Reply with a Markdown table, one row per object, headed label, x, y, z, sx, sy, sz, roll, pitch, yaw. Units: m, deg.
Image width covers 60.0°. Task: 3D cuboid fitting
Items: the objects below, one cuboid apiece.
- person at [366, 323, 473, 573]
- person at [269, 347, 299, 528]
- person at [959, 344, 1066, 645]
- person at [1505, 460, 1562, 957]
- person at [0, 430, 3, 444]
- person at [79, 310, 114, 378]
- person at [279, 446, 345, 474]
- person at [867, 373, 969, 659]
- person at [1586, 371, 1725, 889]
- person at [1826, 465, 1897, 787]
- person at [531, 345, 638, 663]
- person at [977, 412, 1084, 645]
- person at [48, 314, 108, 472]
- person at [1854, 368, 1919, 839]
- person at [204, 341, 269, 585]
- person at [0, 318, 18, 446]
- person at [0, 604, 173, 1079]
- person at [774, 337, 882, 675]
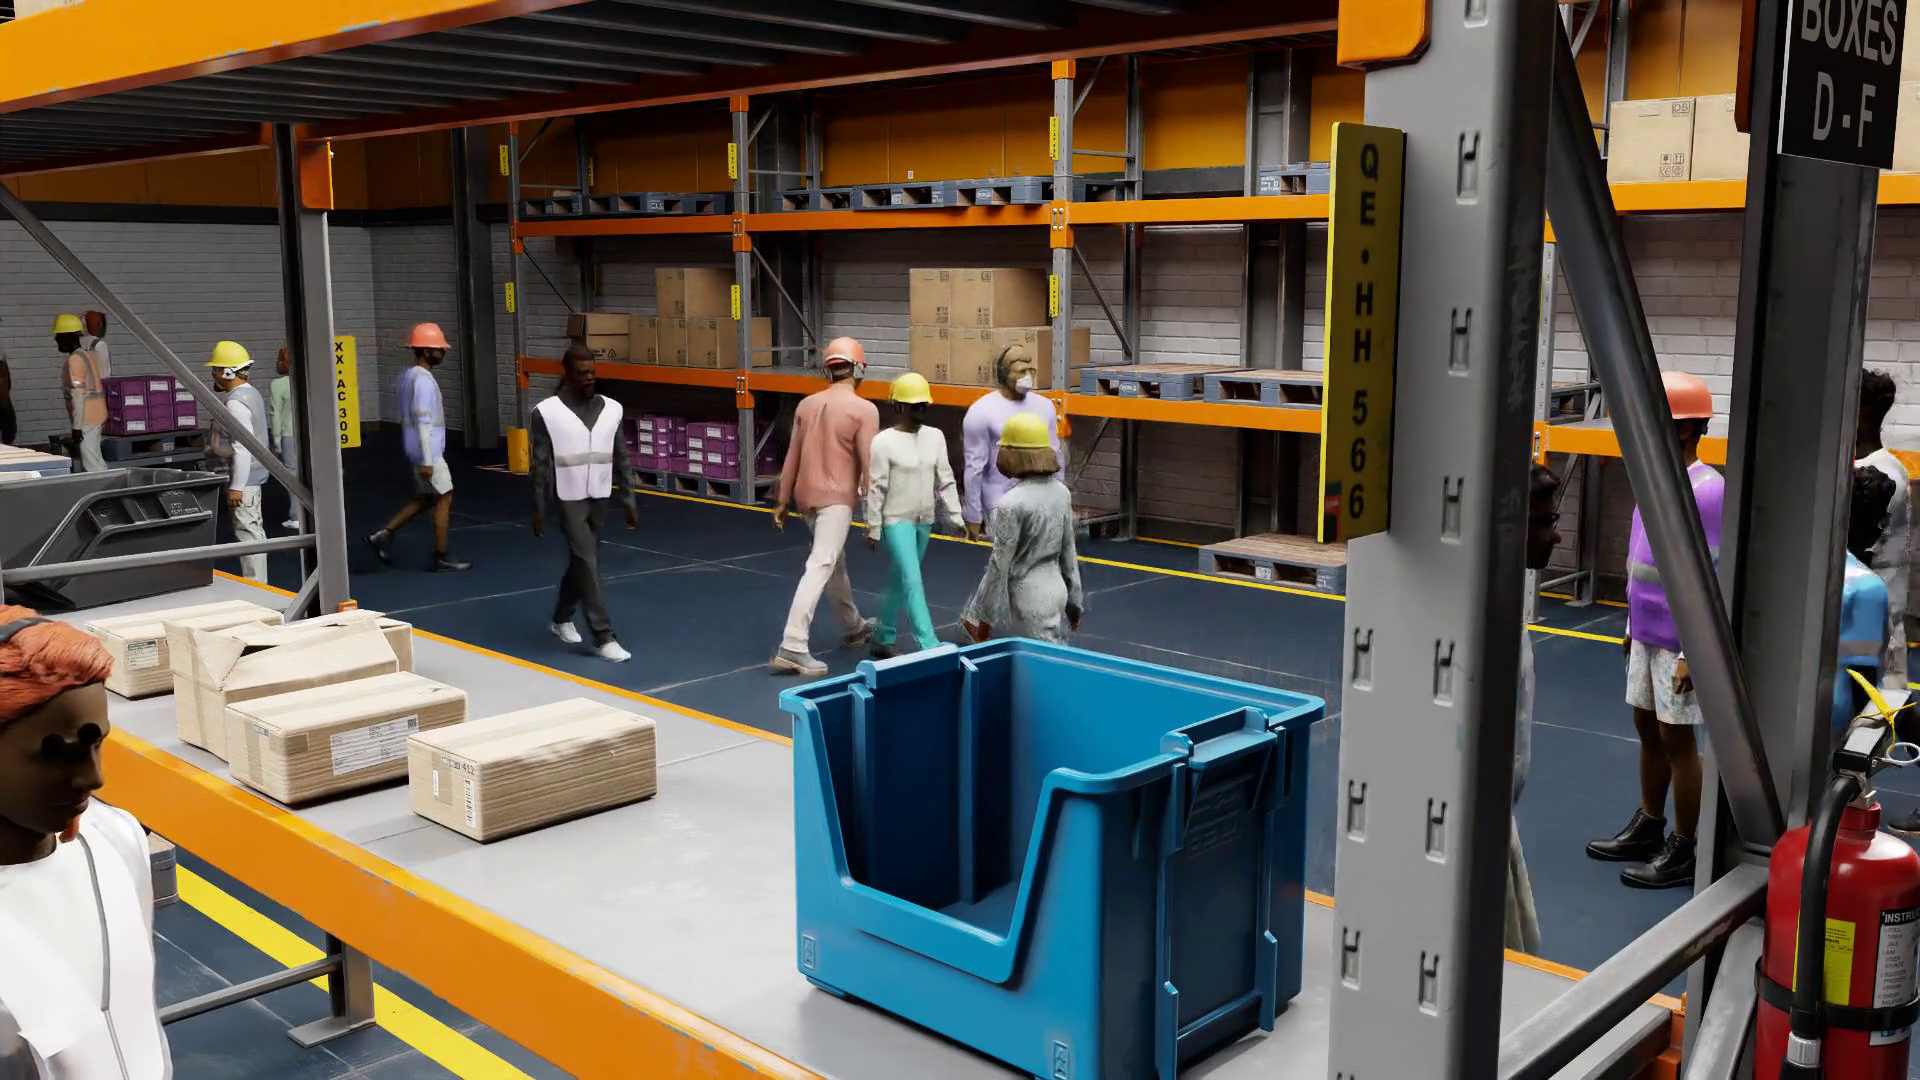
| label | x | y | z | sx | sy | sz | roll | pitch | yaw |
| --- | --- | --- | --- | --- | --- | --- | --- | --- | --- |
| person | -4.108 | -0.682 | 12.579 | 0.655 | 1.914 | 0.555 | -5 | 11 | -29 |
| person | -5.940 | -0.919 | 14.925 | 0.292 | 1.625 | 0.500 | 7 | 11 | 35 |
| person | 0.287 | -0.206 | 9.756 | 0.646 | 1.898 | 1.000 | -8 | 12 | -39 |
| person | 1.316 | 0.698 | 4.314 | 0.538 | 1.852 | 0.543 | 4 | 10 | 24 |
| person | -7.353 | -0.585 | 12.286 | 0.969 | 1.827 | 0.538 | 7 | 11 | 36 |
| person | -9.397 | -1.577 | 18.243 | 0.571 | 1.862 | 0.553 | 6 | 11 | 31 |
| person | -7.316 | -1.627 | 18.655 | 0.683 | 1.820 | 0.638 | 0 | 9 | -2 |
| person | -0.237 | -0.090 | 9.526 | 0.540 | 1.718 | 0.895 | -9 | 13 | -44 |
| person | 2.640 | 0.338 | 6.256 | 0.356 | 1.937 | 0.552 | 0 | 9 | -2 |
| person | 2.888 | 0.589 | 5.486 | 0.377 | 1.676 | 0.568 | 1 | 9 | 8 |
| person | -2.275 | -0.244 | 10.045 | 0.608 | 1.874 | 0.992 | -9 | 13 | -43 |
| person | 0.310 | 0.285 | 7.329 | 0.922 | 1.691 | 0.505 | 6 | 11 | 34 |
| person | -8.001 | -1.098 | 15.148 | 0.425 | 1.915 | 0.582 | -3 | 10 | -19 |
| person | 3.680 | 0.257 | 6.814 | 0.997 | 1.924 | 0.602 | 2 | 10 | 14 |
| person | -4.877 | -0.424 | 11.243 | 0.404 | 1.831 | 0.600 | -3 | 10 | -17 |
| person | -10.396 | -1.586 | 17.737 | 0.757 | 2.000 | 0.535 | 2 | 10 | 14 |
| person | -1.229 | 1.017 | 2.245 | 0.355 | 1.887 | 0.574 | 1 | 9 | 6 |
| person | -0.753 | -0.217 | 9.777 | 0.678 | 1.918 | 1.108 | 8 | 12 | 40 |
